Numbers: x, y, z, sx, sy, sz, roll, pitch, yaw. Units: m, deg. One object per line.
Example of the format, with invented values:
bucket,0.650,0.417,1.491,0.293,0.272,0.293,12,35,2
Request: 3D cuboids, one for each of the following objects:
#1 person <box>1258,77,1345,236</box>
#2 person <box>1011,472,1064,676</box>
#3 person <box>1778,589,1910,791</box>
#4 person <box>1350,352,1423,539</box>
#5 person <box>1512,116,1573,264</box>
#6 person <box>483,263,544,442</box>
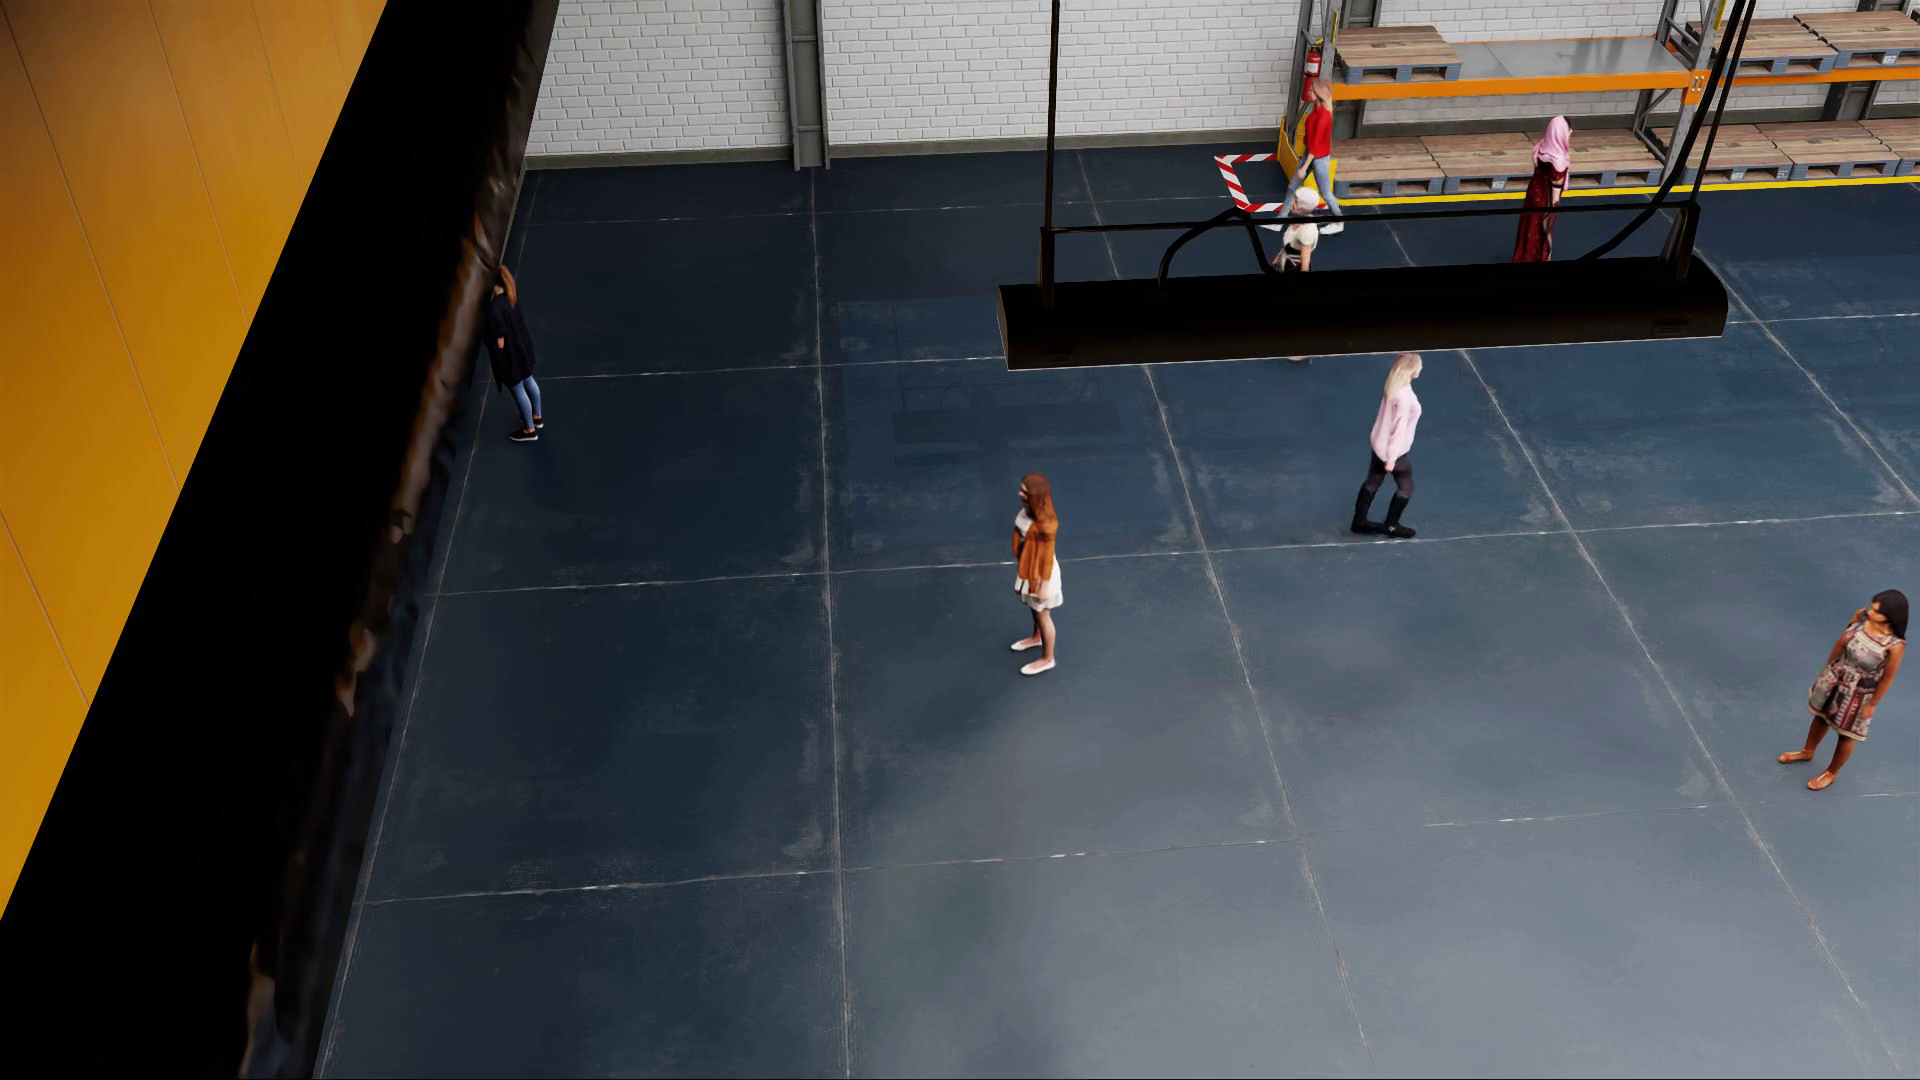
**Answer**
person,3.660,-3.793,16.743,1.116,1.657,0.665,0,39,0
person,0.563,0.196,11.701,0.607,1.715,0.641,-9,39,-11
person,5.822,0.943,10.825,0.604,1.642,0.694,-11,40,-13
person,3.245,-0.720,12.883,0.696,1.673,0.649,0,39,-1
person,5.693,-3.359,16.215,0.576,1.638,0.652,-2,39,-3
person,-3.748,-1.592,13.965,0.666,1.684,0.694,8,39,10
